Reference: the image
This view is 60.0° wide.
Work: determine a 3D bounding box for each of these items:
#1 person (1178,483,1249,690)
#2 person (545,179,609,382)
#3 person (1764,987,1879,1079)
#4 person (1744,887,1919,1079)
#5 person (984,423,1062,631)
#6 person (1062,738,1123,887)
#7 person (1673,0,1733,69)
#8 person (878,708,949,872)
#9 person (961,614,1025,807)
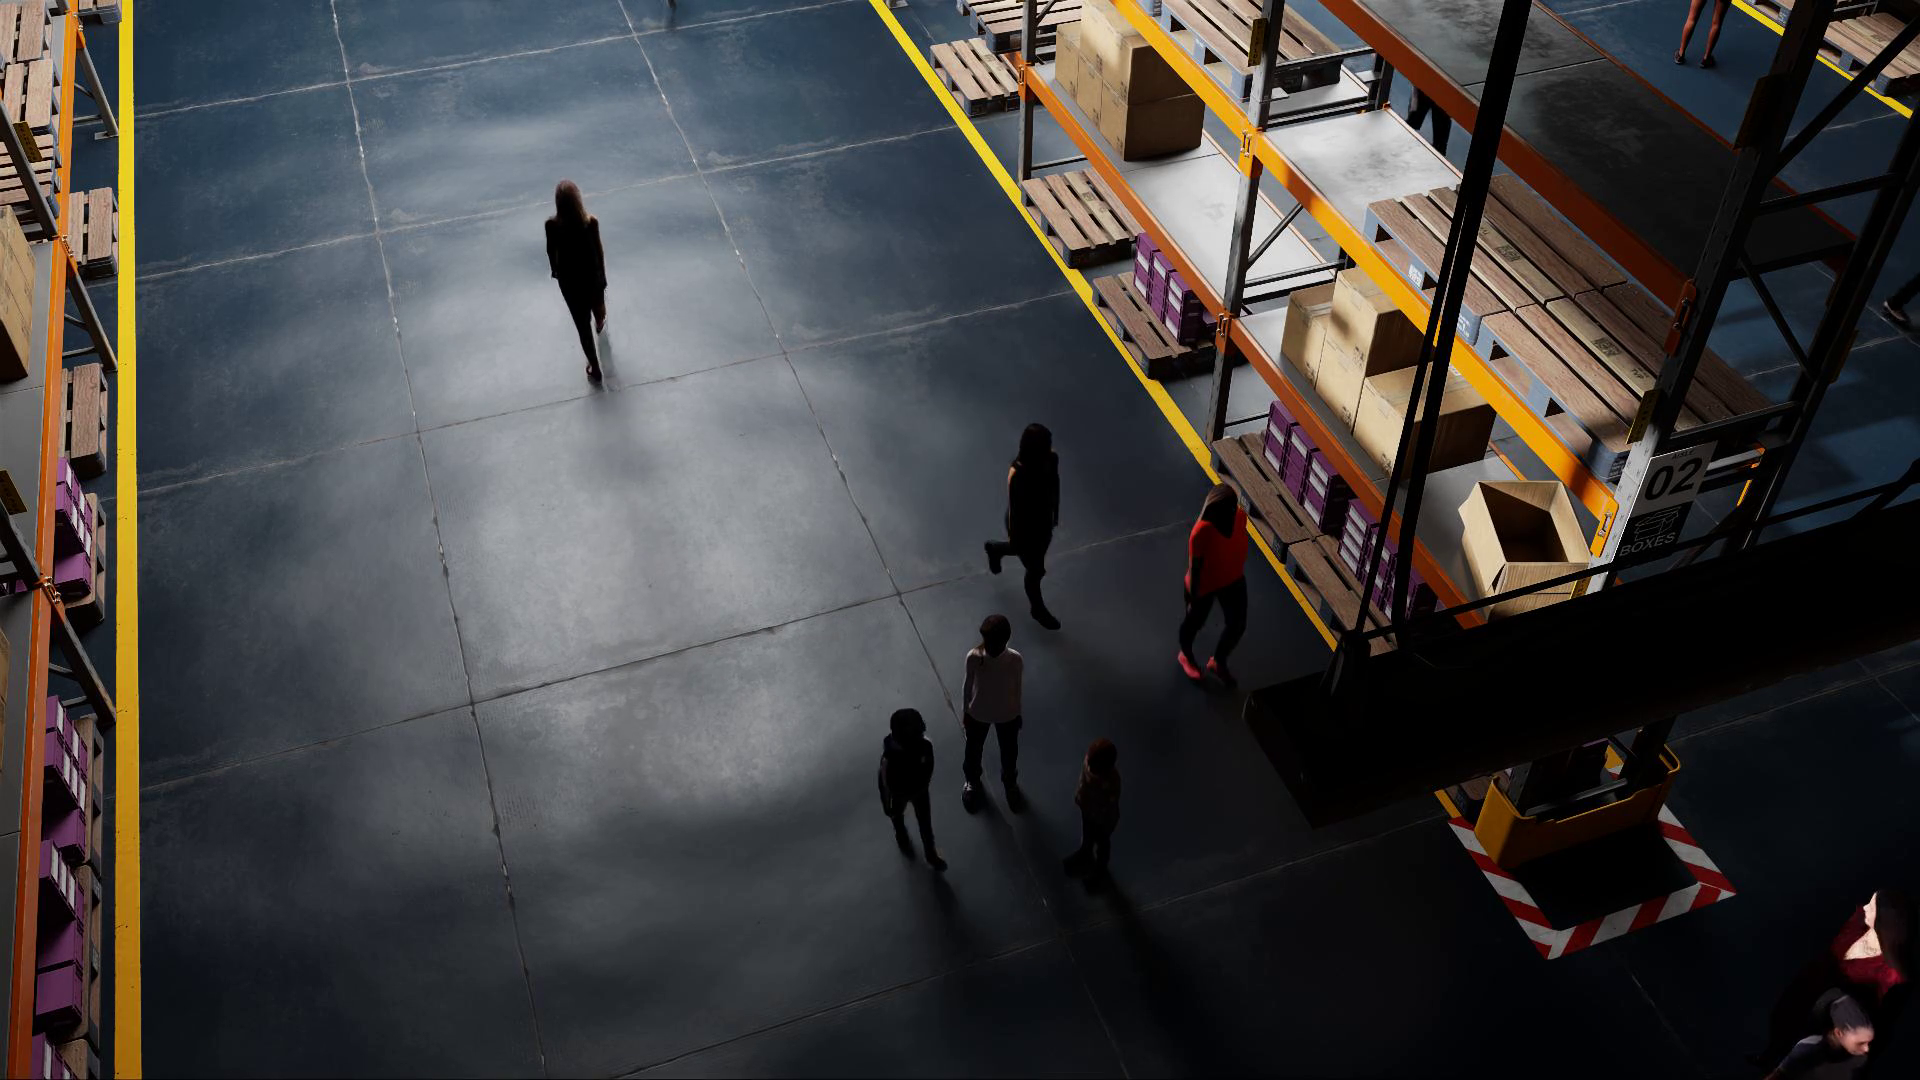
[{"bbox_3d":[1.581,0.241,10.753,0.654,1.677,0.721,-20,47,-20],"label":"person"},{"bbox_3d":[-2.985,-1.997,13.113,0.663,1.663,1.100,-11,45,-11],"label":"person"},{"bbox_3d":[4.055,2.690,8.186,0.618,1.673,1.157,-13,45,-13],"label":"person"},{"bbox_3d":[4.594,2.364,8.490,0.884,1.724,0.744,-9,44,-9],"label":"person"},{"bbox_3d":[0.420,-0.145,11.164,0.840,1.670,1.077,-33,52,-29],"label":"person"},{"bbox_3d":[0.813,1.552,9.729,0.588,1.192,0.483,-25,49,-24],"label":"person"},{"bbox_3d":[7.694,-5.660,16.903,0.669,1.738,0.721,16,46,16],"label":"person"},{"bbox_3d":[-0.333,1.399,9.878,0.553,1.207,0.744,-16,46,-16],"label":"person"},{"bbox_3d":[0.204,1.010,10.032,0.599,1.559,0.620,1,44,1],"label":"person"}]
